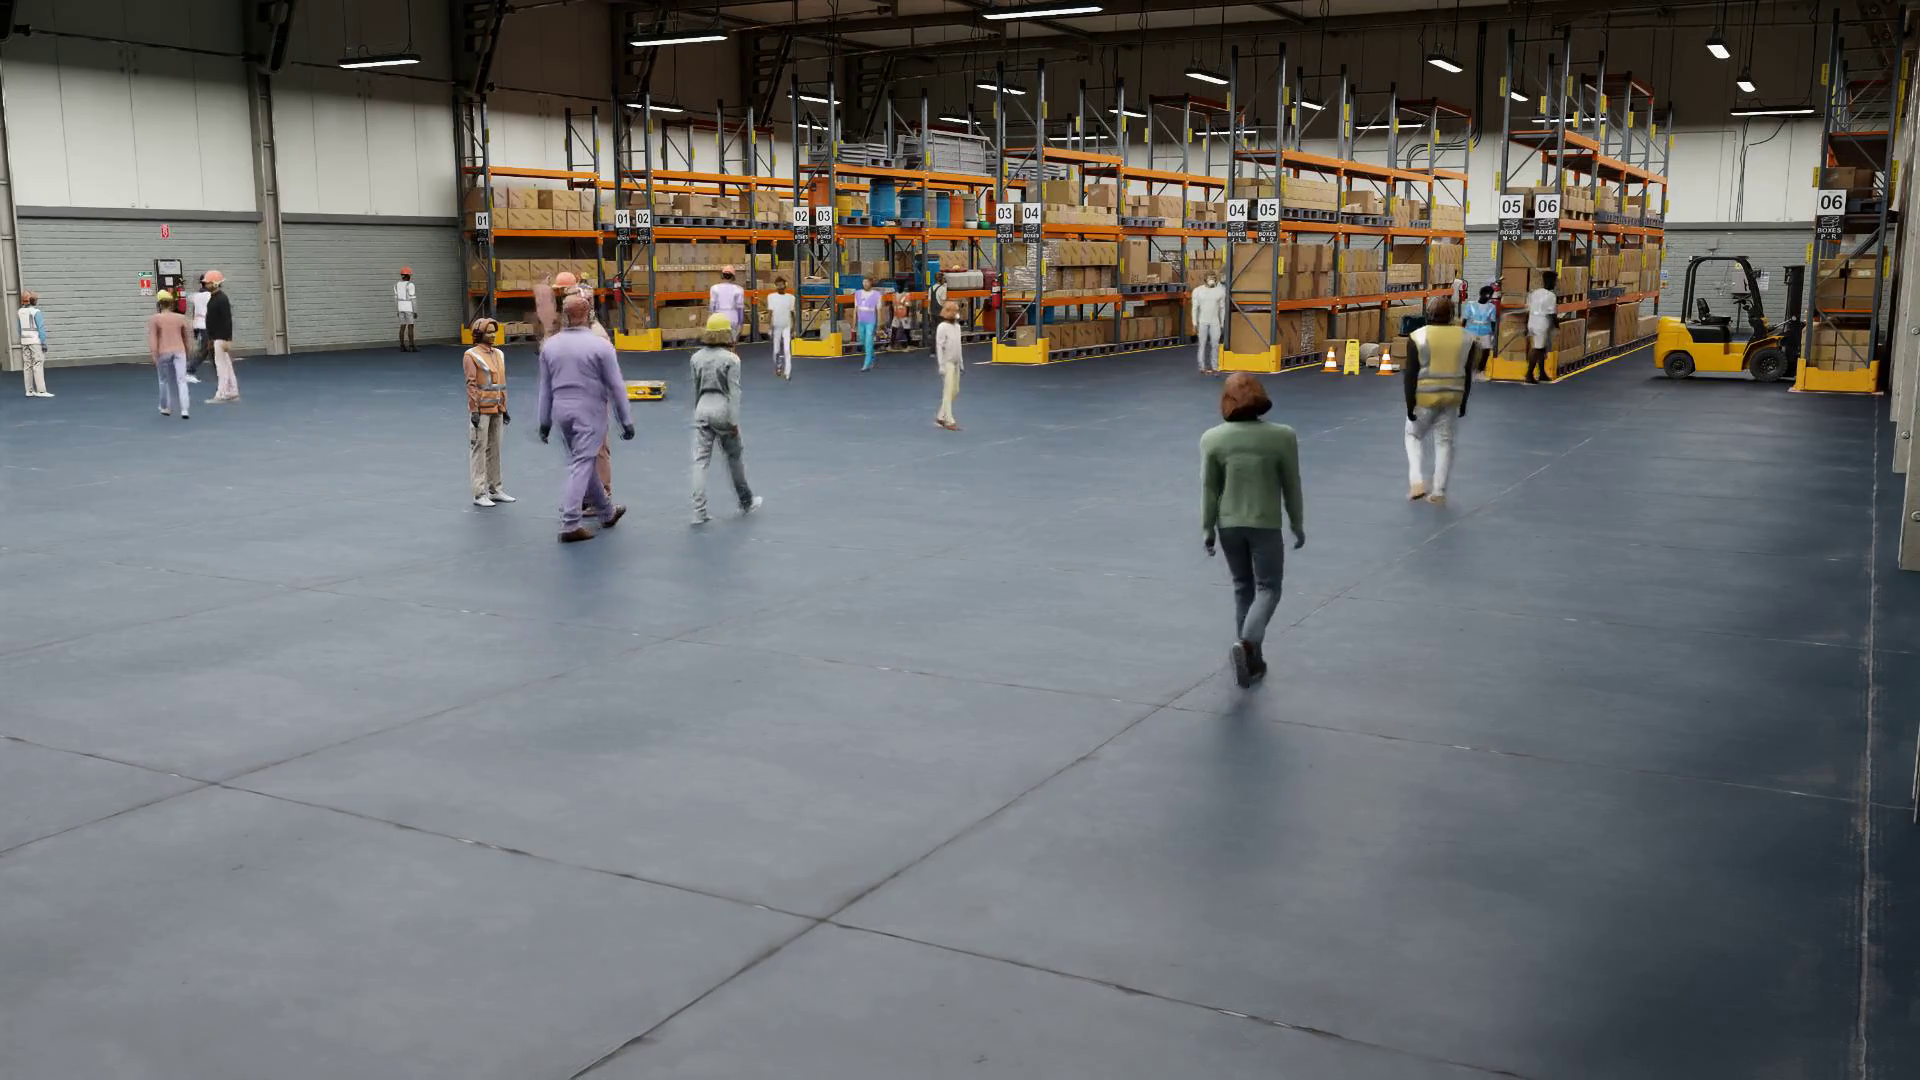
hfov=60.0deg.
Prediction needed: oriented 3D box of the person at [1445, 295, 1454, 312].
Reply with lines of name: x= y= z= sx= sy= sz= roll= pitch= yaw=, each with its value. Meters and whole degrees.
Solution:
person: x=13.849 y=-6.820 z=47.185 sx=0.725 sy=1.904 sz=0.612 roll=3 pitch=10 yaw=19

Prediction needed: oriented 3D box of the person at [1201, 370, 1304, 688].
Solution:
person: x=1.445 y=-0.053 z=8.393 sx=0.521 sy=1.607 sz=0.660 roll=5 pitch=11 yaw=25

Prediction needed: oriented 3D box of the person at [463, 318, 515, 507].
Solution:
person: x=-4.139 y=-1.118 z=14.566 sx=0.307 sy=1.639 sz=0.514 roll=3 pitch=10 yaw=19

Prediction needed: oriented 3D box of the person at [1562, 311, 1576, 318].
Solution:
person: x=16.951 y=-6.550 z=45.896 sx=0.632 sy=1.830 sz=0.648 roll=-8 pitch=12 yaw=-38

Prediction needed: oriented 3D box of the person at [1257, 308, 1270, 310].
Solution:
person: x=7.420 y=-5.786 z=41.234 sx=0.610 sy=1.861 sz=0.586 roll=6 pitch=11 yaw=31

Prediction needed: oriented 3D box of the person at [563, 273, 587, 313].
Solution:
person: x=-7.447 y=-4.264 z=32.352 sx=0.593 sy=1.858 sz=0.806 roll=4 pitch=10 yaw=21

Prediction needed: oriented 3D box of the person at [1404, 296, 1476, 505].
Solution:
person: x=4.182 y=-1.214 z=14.604 sx=0.632 sy=1.827 sz=0.470 roll=0 pitch=10 yaw=-2

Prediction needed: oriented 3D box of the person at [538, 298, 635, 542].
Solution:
person: x=-2.881 y=-0.952 z=12.964 sx=0.680 sy=1.840 sz=1.013 roll=5 pitch=11 yaw=26

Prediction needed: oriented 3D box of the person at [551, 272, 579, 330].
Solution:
person: x=-4.693 y=-2.246 z=20.160 sx=0.455 sy=1.976 sz=0.656 roll=-2 pitch=10 yaw=-9

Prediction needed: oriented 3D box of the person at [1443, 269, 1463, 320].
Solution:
person: x=13.137 y=-6.315 z=44.366 sx=0.510 sy=1.855 sz=0.333 roll=2 pitch=10 yaw=11

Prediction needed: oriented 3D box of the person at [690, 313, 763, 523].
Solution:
person: x=-1.973 y=-1.016 z=13.777 sx=0.504 sy=1.701 sz=0.880 roll=4 pitch=10 yaw=20

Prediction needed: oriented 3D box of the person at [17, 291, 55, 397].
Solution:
person: x=-14.301 y=-3.015 z=25.663 sx=0.523 sy=1.639 sz=0.306 roll=4 pitch=11 yaw=24

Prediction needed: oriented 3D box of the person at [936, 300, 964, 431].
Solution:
person: x=-0.119 y=-2.182 z=20.874 sx=0.407 sy=1.646 sz=0.507 roll=6 pitch=11 yaw=30

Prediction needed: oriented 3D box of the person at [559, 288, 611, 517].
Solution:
person: x=-3.163 y=-1.149 z=13.958 sx=0.399 sy=1.909 sz=0.642 roll=-7 pitch=12 yaw=-34

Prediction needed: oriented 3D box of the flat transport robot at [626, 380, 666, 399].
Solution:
flat transport robot: x=-4.885 y=-2.314 z=25.559 sx=0.652 sy=0.197 sz=1.431 roll=-1 pitch=10 yaw=-7

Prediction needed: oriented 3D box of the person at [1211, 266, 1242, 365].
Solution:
person: x=5.361 y=-4.579 z=33.647 sx=0.688 sy=2.000 sz=1.002 roll=4 pitch=10 yaw=21

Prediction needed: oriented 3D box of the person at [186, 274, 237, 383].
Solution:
person: x=-13.054 y=-3.658 z=28.766 sx=0.610 sy=1.877 sz=0.993 roll=7 pitch=12 yaw=37

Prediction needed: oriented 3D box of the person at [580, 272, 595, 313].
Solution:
person: x=-8.957 y=-5.455 z=39.509 sx=0.591 sy=1.801 sz=0.849 roll=4 pitch=10 yaw=22

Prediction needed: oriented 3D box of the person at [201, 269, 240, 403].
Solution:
person: x=-11.032 y=-3.024 z=24.730 sx=0.415 sy=1.996 sz=0.613 roll=-7 pitch=12 yaw=-34

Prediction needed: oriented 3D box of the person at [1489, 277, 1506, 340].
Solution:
person: x=13.185 y=-5.734 z=40.869 sx=0.702 sy=1.896 sz=0.361 roll=-9 pitch=13 yaw=-42

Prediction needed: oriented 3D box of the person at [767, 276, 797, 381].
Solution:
person: x=-3.131 y=-3.726 z=29.246 sx=0.527 sy=1.843 sz=0.658 roll=-1 pitch=10 yaw=-7

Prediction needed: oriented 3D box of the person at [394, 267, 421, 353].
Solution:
person: x=-12.513 y=-5.208 z=37.634 sx=0.547 sy=1.937 sz=0.379 roll=4 pitch=11 yaw=23

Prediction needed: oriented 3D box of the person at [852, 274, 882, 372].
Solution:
person: x=-1.743 y=-4.108 z=31.490 sx=0.589 sy=1.831 sz=0.592 roll=5 pitch=11 yaw=28

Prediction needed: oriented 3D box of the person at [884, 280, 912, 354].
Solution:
person: x=-1.345 y=-4.963 z=37.011 sx=0.554 sy=1.643 sz=0.859 roll=7 pitch=12 yaw=35

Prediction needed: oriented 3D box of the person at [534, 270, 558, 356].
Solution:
person: x=-8.569 y=-4.662 z=34.595 sx=0.427 sy=1.893 sz=0.645 roll=-7 pitch=12 yaw=-34

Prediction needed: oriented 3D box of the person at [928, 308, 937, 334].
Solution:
person: x=-0.749 y=-6.308 z=44.081 sx=0.551 sy=1.933 sz=0.378 roll=8 pitch=13 yaw=40

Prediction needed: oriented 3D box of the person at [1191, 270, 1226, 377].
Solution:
person: x=4.505 y=-3.907 z=30.070 sx=0.638 sy=1.941 sz=0.487 roll=-1 pitch=10 yaw=-3

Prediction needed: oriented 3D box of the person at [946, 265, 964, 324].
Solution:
person: x=-0.137 y=-6.706 z=46.470 sx=0.586 sy=1.921 sz=0.387 roll=6 pitch=11 yaw=32

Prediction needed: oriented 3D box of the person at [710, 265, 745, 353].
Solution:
person: x=-4.161 y=-3.912 z=29.808 sx=0.631 sy=2.017 sz=0.609 roll=0 pitch=10 yaw=-3

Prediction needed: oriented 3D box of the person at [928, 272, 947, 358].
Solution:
person: x=-0.459 y=-4.775 z=35.381 sx=0.505 sy=1.842 sz=0.345 roll=9 pitch=13 yaw=43

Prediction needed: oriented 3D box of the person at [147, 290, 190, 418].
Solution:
person: x=-10.654 y=-2.502 z=22.441 sx=0.530 sy=1.710 sz=0.965 roll=-7 pitch=12 yaw=-35

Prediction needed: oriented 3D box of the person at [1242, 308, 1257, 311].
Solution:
person: x=6.436 y=-5.164 z=37.460 sx=0.551 sy=1.919 sz=0.822 roll=4 pitch=10 yaw=22

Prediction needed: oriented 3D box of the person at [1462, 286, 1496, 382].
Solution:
person: x=8.943 y=-3.554 z=28.740 sx=0.589 sy=1.672 sz=0.353 roll=1 pitch=10 yaw=5

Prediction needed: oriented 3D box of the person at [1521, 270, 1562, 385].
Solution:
person: x=9.890 y=-3.580 z=28.112 sx=0.826 sy=1.926 sz=0.667 roll=-2 pitch=10 yaw=-14
